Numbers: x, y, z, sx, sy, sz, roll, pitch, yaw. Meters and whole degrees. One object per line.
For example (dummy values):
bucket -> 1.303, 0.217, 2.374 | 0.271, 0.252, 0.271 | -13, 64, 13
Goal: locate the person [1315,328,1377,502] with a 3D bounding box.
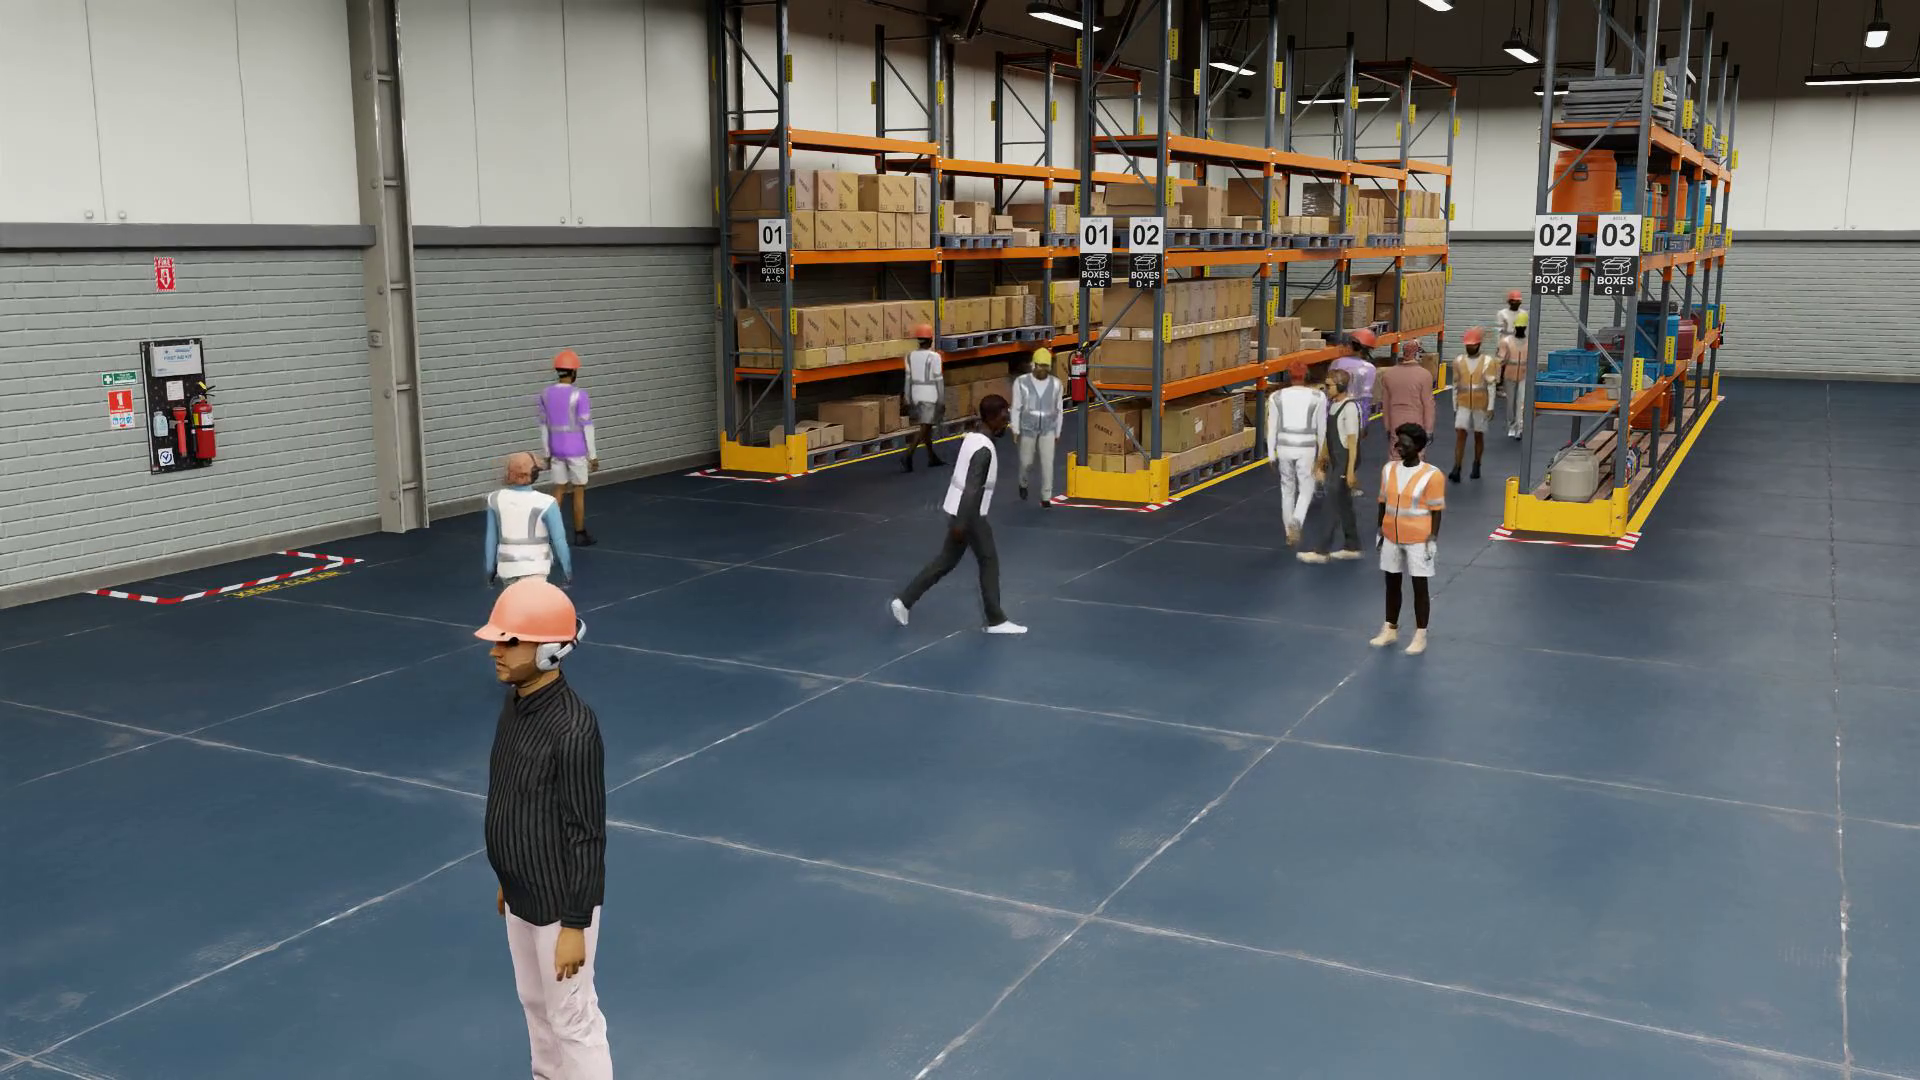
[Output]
person -> 4.368, -1.409, 18.927 | 0.916, 1.991, 0.681 | -9, 14, -42

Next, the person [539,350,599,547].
person -> -3.798, -0.881, 16.193 | 0.556, 1.938, 0.373 | 4, 11, 23

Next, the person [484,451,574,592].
person -> -2.840, 0.205, 11.128 | 0.551, 1.605, 0.761 | 3, 11, 15

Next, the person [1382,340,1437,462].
person -> 4.905, -1.221, 18.186 | 0.441, 1.917, 0.683 | -8, 13, -39

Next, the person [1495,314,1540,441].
person -> 8.315, -2.435, 24.834 | 0.611, 1.872, 1.011 | 3, 11, 18

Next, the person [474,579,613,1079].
person -> -1.301, 1.100, 5.208 | 0.375, 1.997, 0.612 | -8, 13, -36

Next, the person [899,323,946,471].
person -> -0.498, -1.849, 21.557 | 0.551, 1.908, 0.940 | 9, 13, 39

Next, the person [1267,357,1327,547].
person -> 3.248, -0.832, 16.109 | 0.577, 1.864, 0.740 | 4, 11, 20

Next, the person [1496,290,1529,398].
person -> 10.255, -3.609, 30.836 | 0.608, 2.004, 0.994 | 0, 10, 0

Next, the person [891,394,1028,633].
person -> -0.015, -0.186, 12.620 | 0.986, 1.866, 0.623 | -1, 10, -8

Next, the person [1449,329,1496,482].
person -> 6.328, -1.658, 20.555 | 0.568, 1.885, 0.982 | 5, 12, 27

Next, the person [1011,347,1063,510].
person -> 0.858, -1.262, 18.618 | 0.598, 1.806, 0.769 | -1, 10, -5

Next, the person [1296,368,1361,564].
person -> 3.466, -0.686, 15.459 | 0.587, 1.836, 0.519 | 0, 10, -1

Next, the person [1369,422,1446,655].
person -> 3.253, -0.014, 12.101 | 0.317, 1.695, 0.540 | -9, 14, -41
